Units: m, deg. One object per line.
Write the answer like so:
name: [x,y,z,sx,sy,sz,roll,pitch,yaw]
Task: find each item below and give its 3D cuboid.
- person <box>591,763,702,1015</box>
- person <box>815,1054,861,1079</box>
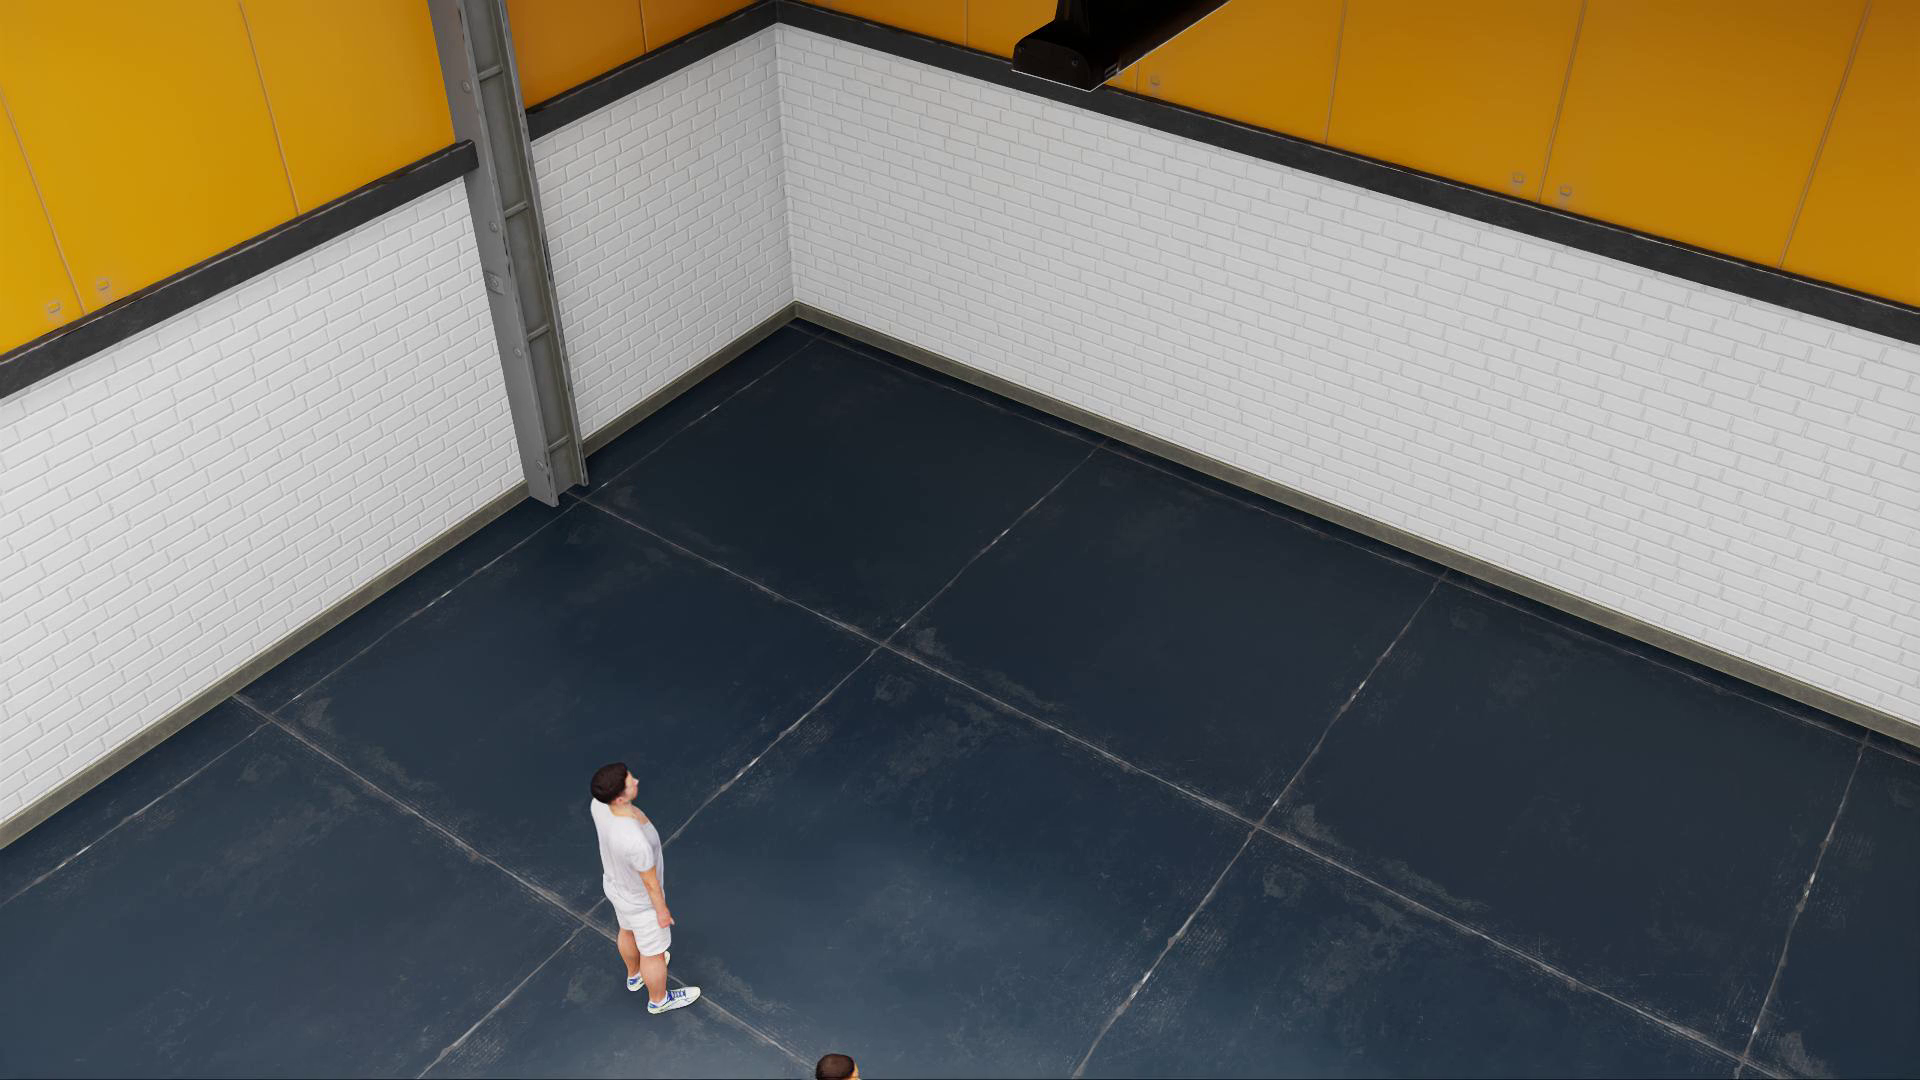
person: [-1.770,1.885,9.032,0.676,1.856,0.738,-27,46,-29]
person: [-0.658,2.921,8.063,0.839,1.444,0.779,-5,39,-7]
